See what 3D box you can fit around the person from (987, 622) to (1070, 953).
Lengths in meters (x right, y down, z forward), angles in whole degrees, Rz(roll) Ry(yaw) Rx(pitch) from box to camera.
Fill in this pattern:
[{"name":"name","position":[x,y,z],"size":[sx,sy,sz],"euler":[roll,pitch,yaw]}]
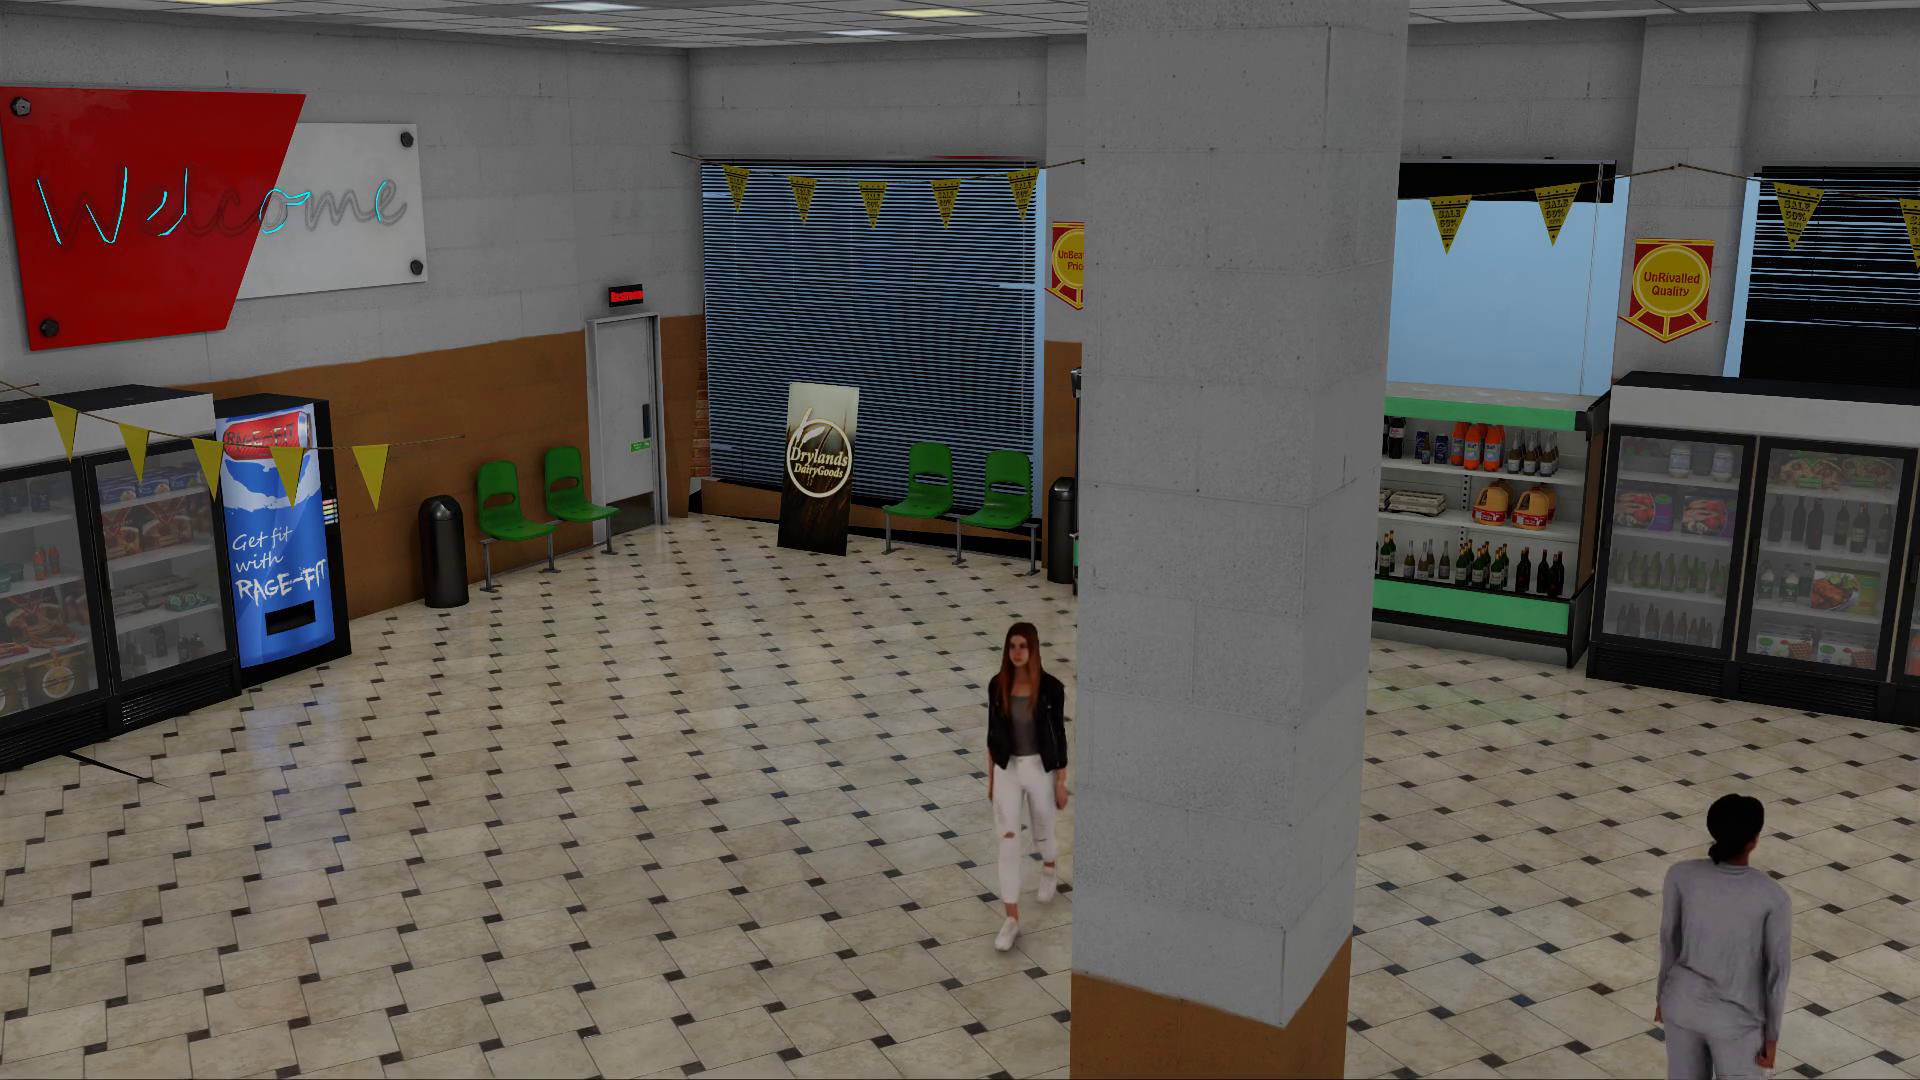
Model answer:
[{"name":"person","position":[0.372,1.242,8.729],"size":[1.070,1.674,0.851],"euler":[4,14,15]}]

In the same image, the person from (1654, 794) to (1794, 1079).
[{"name":"person","position":[2.819,1.813,6.272],"size":[0.913,1.722,0.830],"euler":[13,19,43]}]
